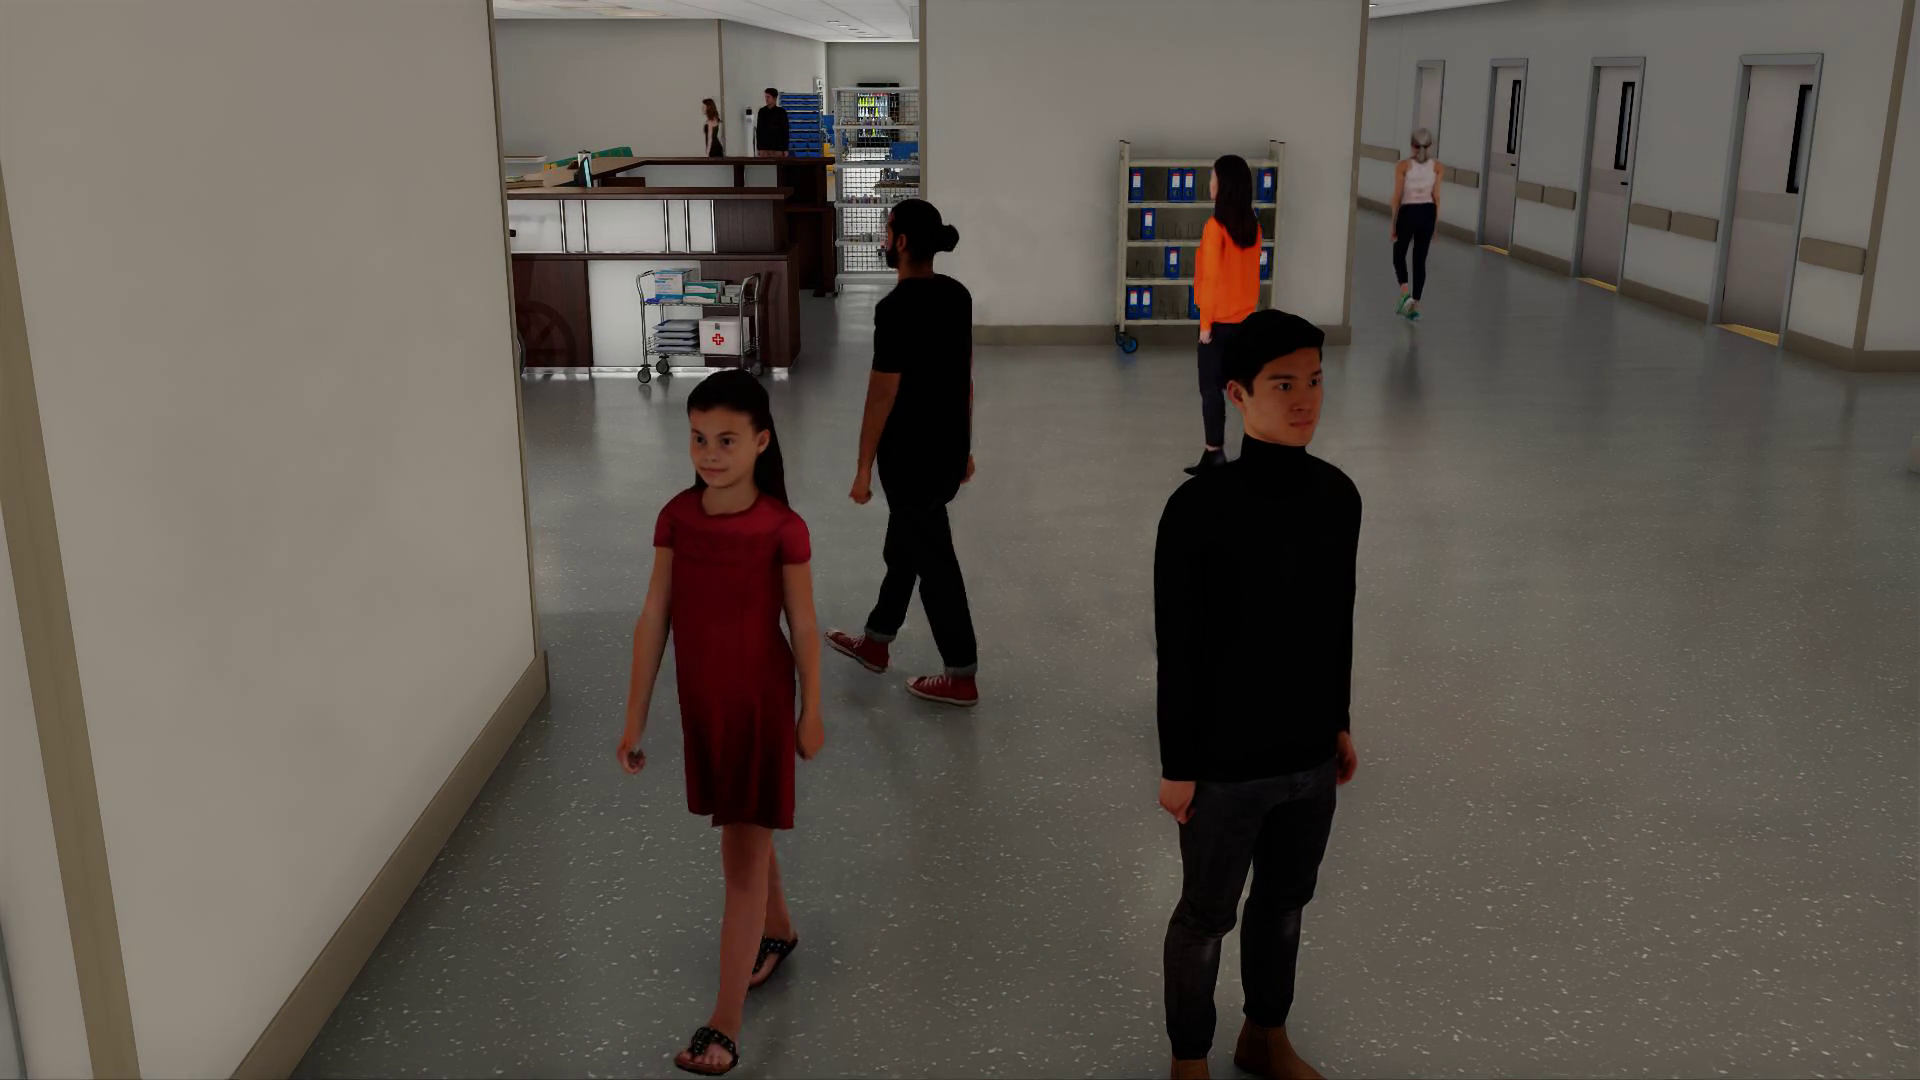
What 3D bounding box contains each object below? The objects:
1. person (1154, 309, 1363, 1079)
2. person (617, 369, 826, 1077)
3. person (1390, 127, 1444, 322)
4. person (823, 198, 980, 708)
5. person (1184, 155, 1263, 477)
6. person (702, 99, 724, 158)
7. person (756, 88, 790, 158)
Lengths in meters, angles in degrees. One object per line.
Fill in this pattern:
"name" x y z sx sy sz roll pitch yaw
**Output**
"person" 0.612 0.387 3.418 0.655 1.723 0.784 -9 18 -28
"person" -0.492 0.366 3.867 0.997 1.519 0.818 5 17 18
"person" 4.054 -2.772 14.694 0.620 1.685 0.665 1 16 2
"person" -0.056 -0.263 5.694 1.061 1.739 0.907 8 18 26
"person" 1.500 -1.158 8.882 0.962 1.732 0.882 13 20 38
"person" -3.924 -6.336 27.299 1.029 1.705 0.775 -3 16 -10
"person" -2.933 -6.082 25.996 0.643 1.922 0.818 5 16 16
